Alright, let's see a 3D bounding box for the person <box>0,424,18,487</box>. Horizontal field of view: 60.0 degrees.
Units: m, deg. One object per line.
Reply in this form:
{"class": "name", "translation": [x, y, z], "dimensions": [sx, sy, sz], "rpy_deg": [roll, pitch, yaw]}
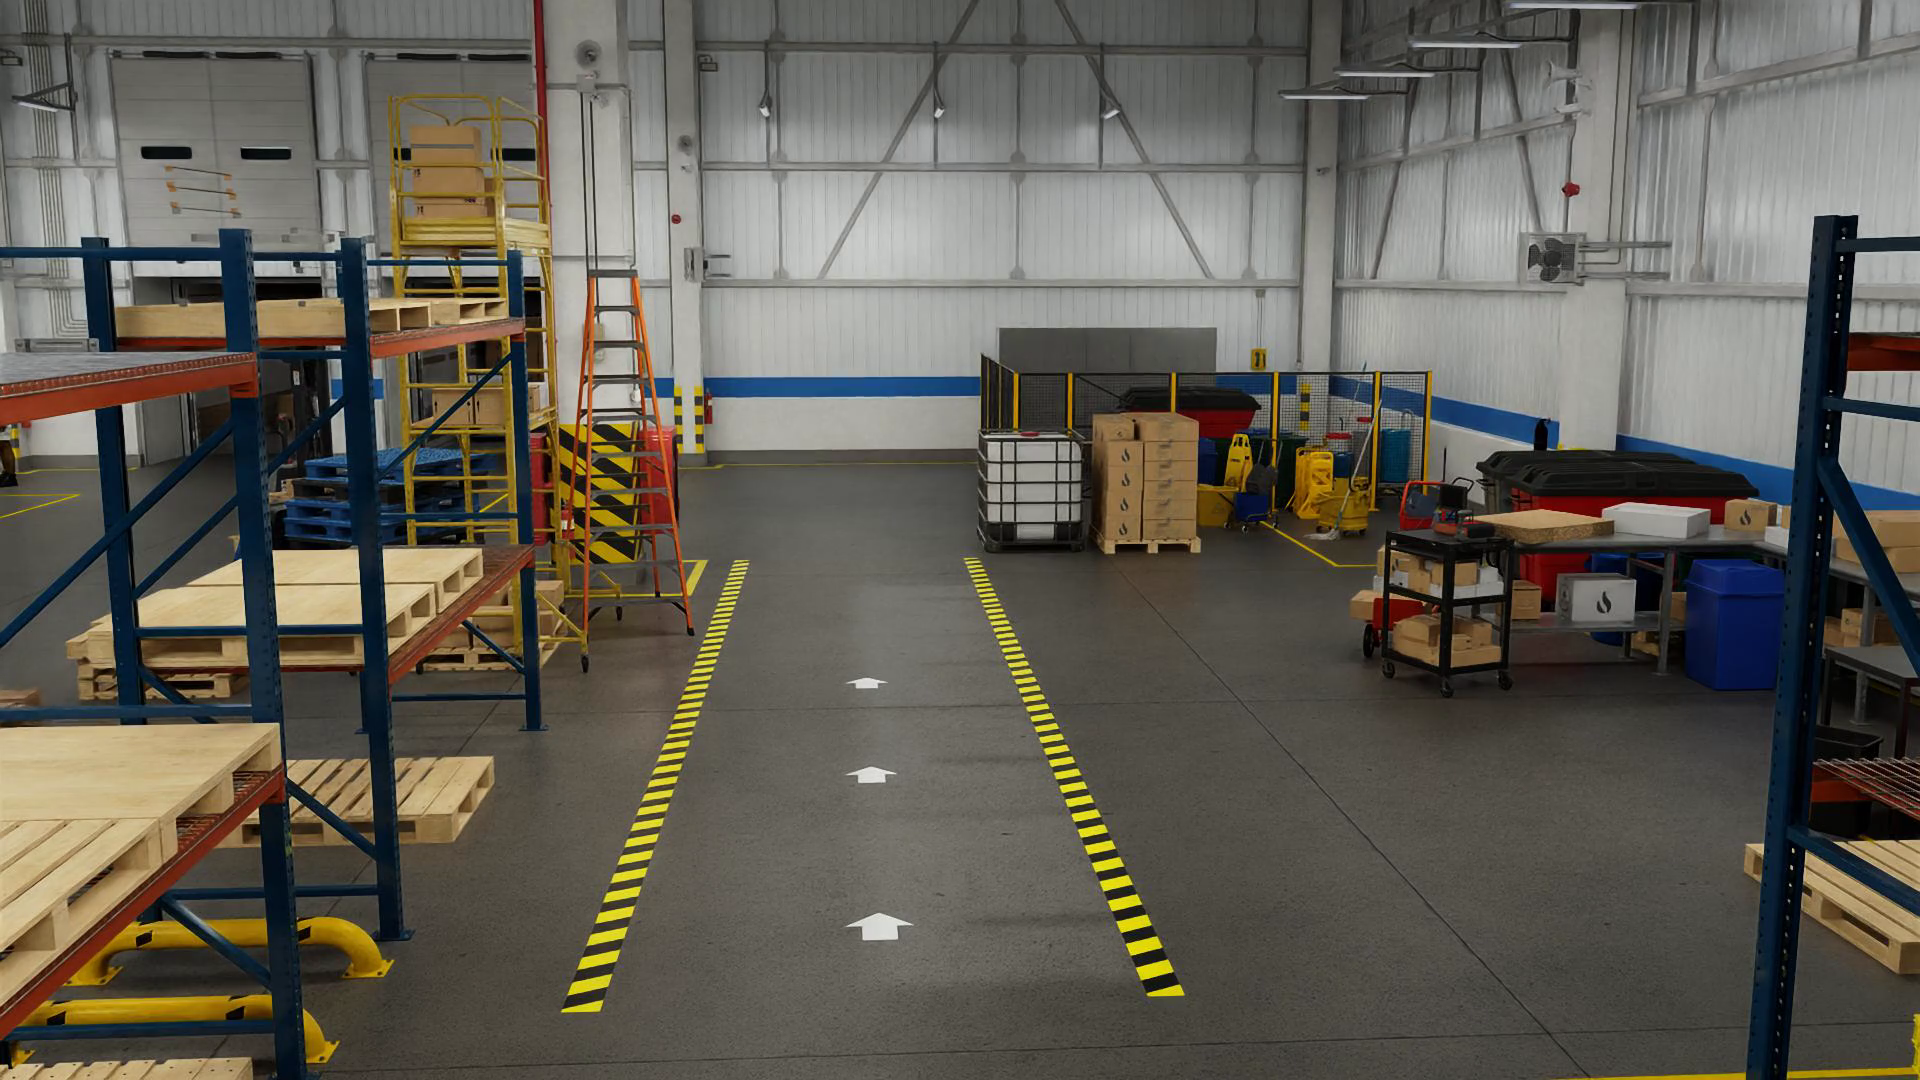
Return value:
{"class": "person", "translation": [-13.120, -1.677, 22.650], "dimensions": [0.388, 1.930, 0.544], "rpy_deg": [-8, 12, -43]}

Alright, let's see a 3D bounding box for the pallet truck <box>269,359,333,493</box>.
{"class": "pallet truck", "translation": [-7.062, -1.131, 18.996], "dimensions": [1.885, 1.965, 0.823], "rpy_deg": [2, 9, 13]}
